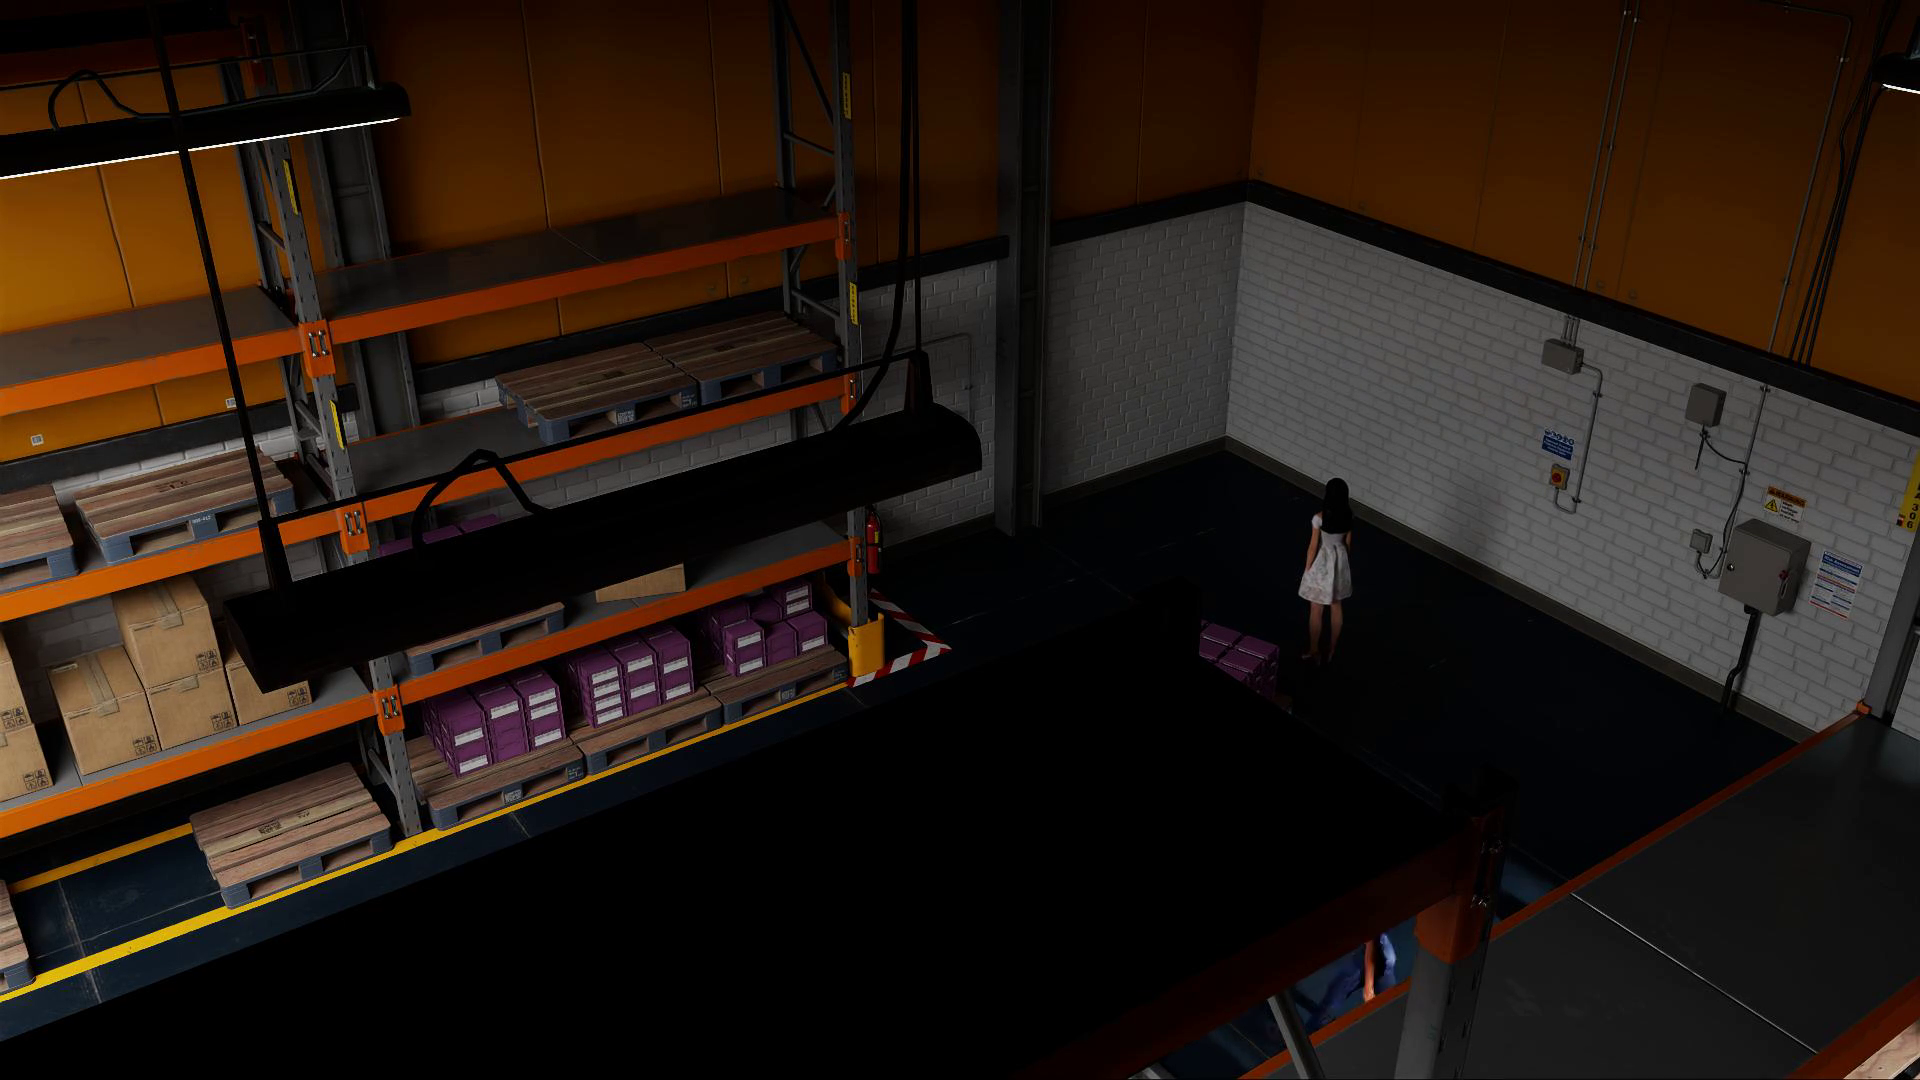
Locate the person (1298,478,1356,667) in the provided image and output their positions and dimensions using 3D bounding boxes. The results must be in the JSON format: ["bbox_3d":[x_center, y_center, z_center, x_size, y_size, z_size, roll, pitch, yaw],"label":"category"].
[{"bbox_3d":[3.158,0.272,14.281,0.691,1.774,0.798,-7,29,-13],"label":"person"}]
